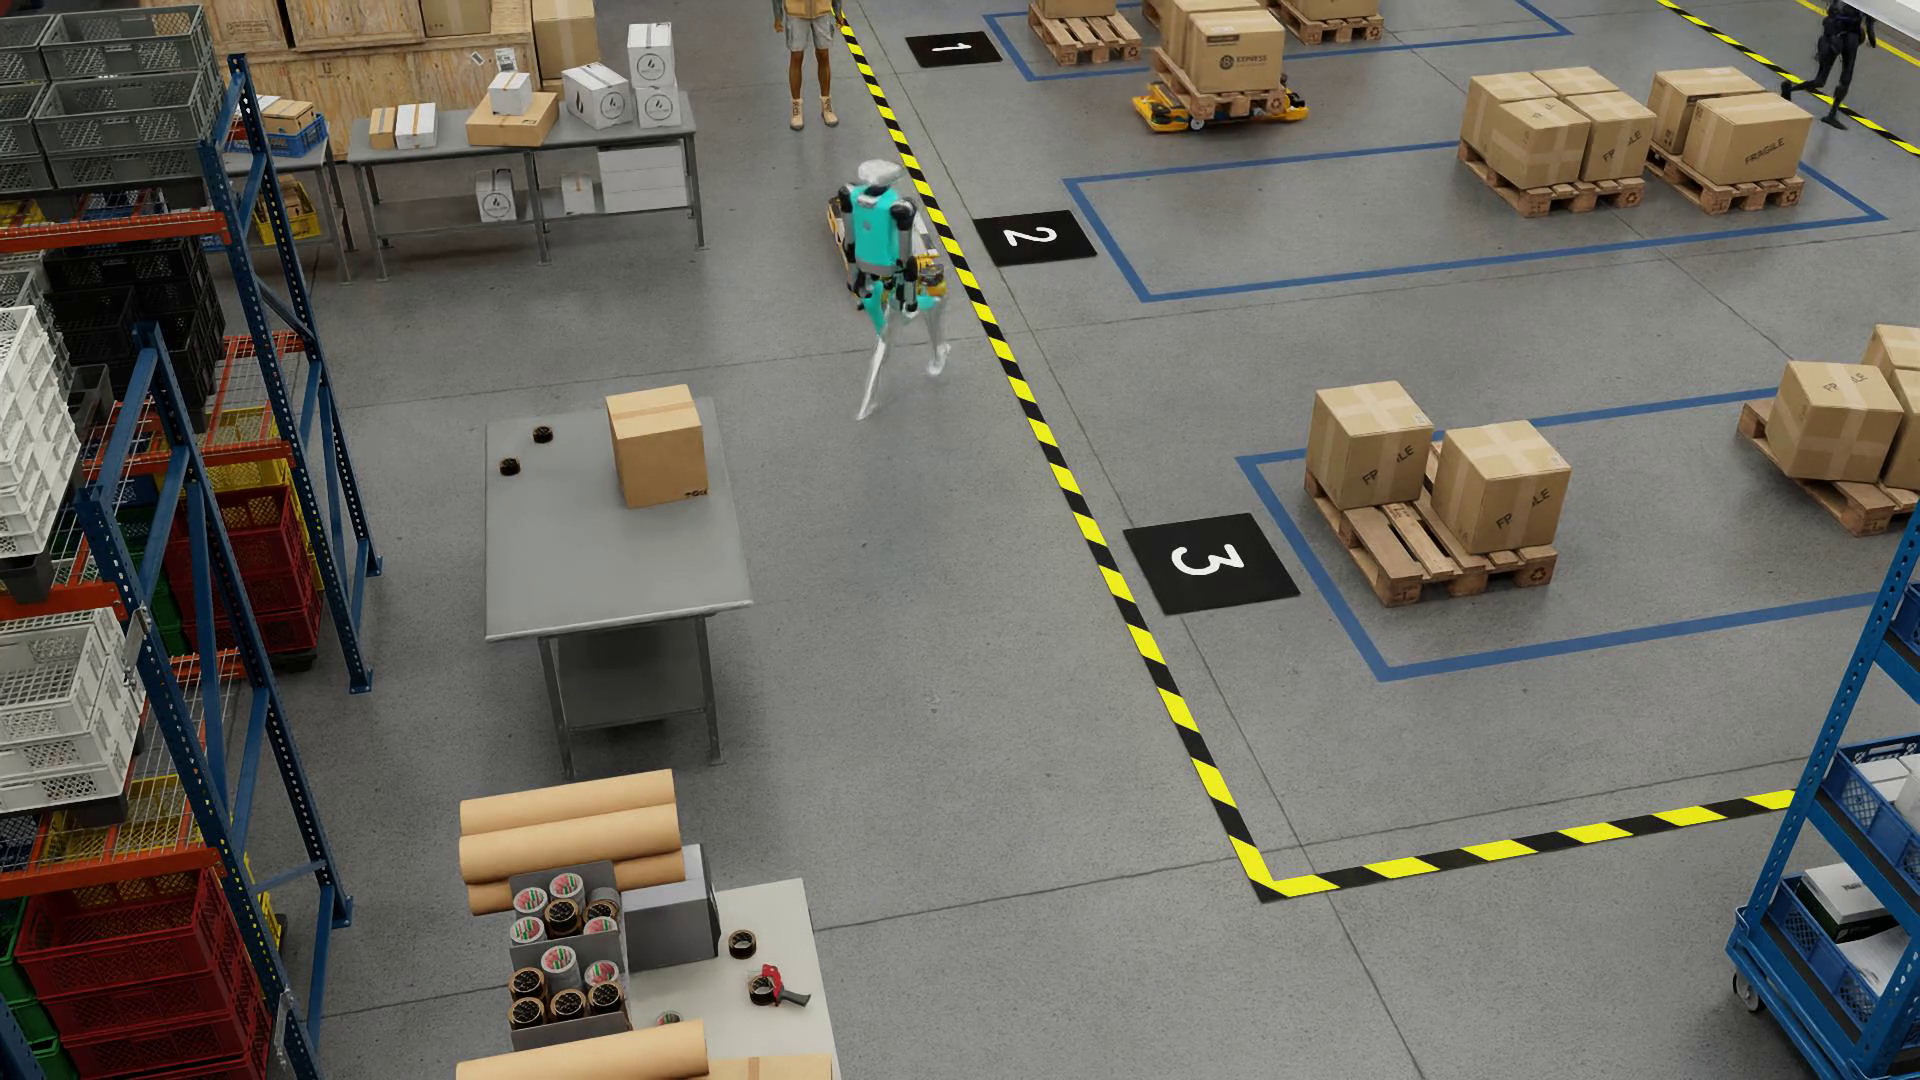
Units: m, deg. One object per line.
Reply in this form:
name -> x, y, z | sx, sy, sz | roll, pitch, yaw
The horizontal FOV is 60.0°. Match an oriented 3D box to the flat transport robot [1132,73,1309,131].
flat transport robot -> 2.313, -3.903, 14.776 | 1.431, 0.197, 0.652 | -8, 37, -10

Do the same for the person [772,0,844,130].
person -> -1.284, -4.503, 14.123 | 0.613, 2.040, 0.372 | -8, 37, -11

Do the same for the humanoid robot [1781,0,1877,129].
humanoid robot -> 7.584, -4.409, 14.316 | 0.597, 1.638, 0.624 | -15, 39, -19

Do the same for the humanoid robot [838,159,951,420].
humanoid robot -> -0.336, -1.681, 10.632 | 0.538, 1.782, 1.040 | 21, 42, 26

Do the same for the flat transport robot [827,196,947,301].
flat transport robot -> -0.570, -2.220, 12.538 | 0.659, 0.231, 1.431 | -8, 37, -10
